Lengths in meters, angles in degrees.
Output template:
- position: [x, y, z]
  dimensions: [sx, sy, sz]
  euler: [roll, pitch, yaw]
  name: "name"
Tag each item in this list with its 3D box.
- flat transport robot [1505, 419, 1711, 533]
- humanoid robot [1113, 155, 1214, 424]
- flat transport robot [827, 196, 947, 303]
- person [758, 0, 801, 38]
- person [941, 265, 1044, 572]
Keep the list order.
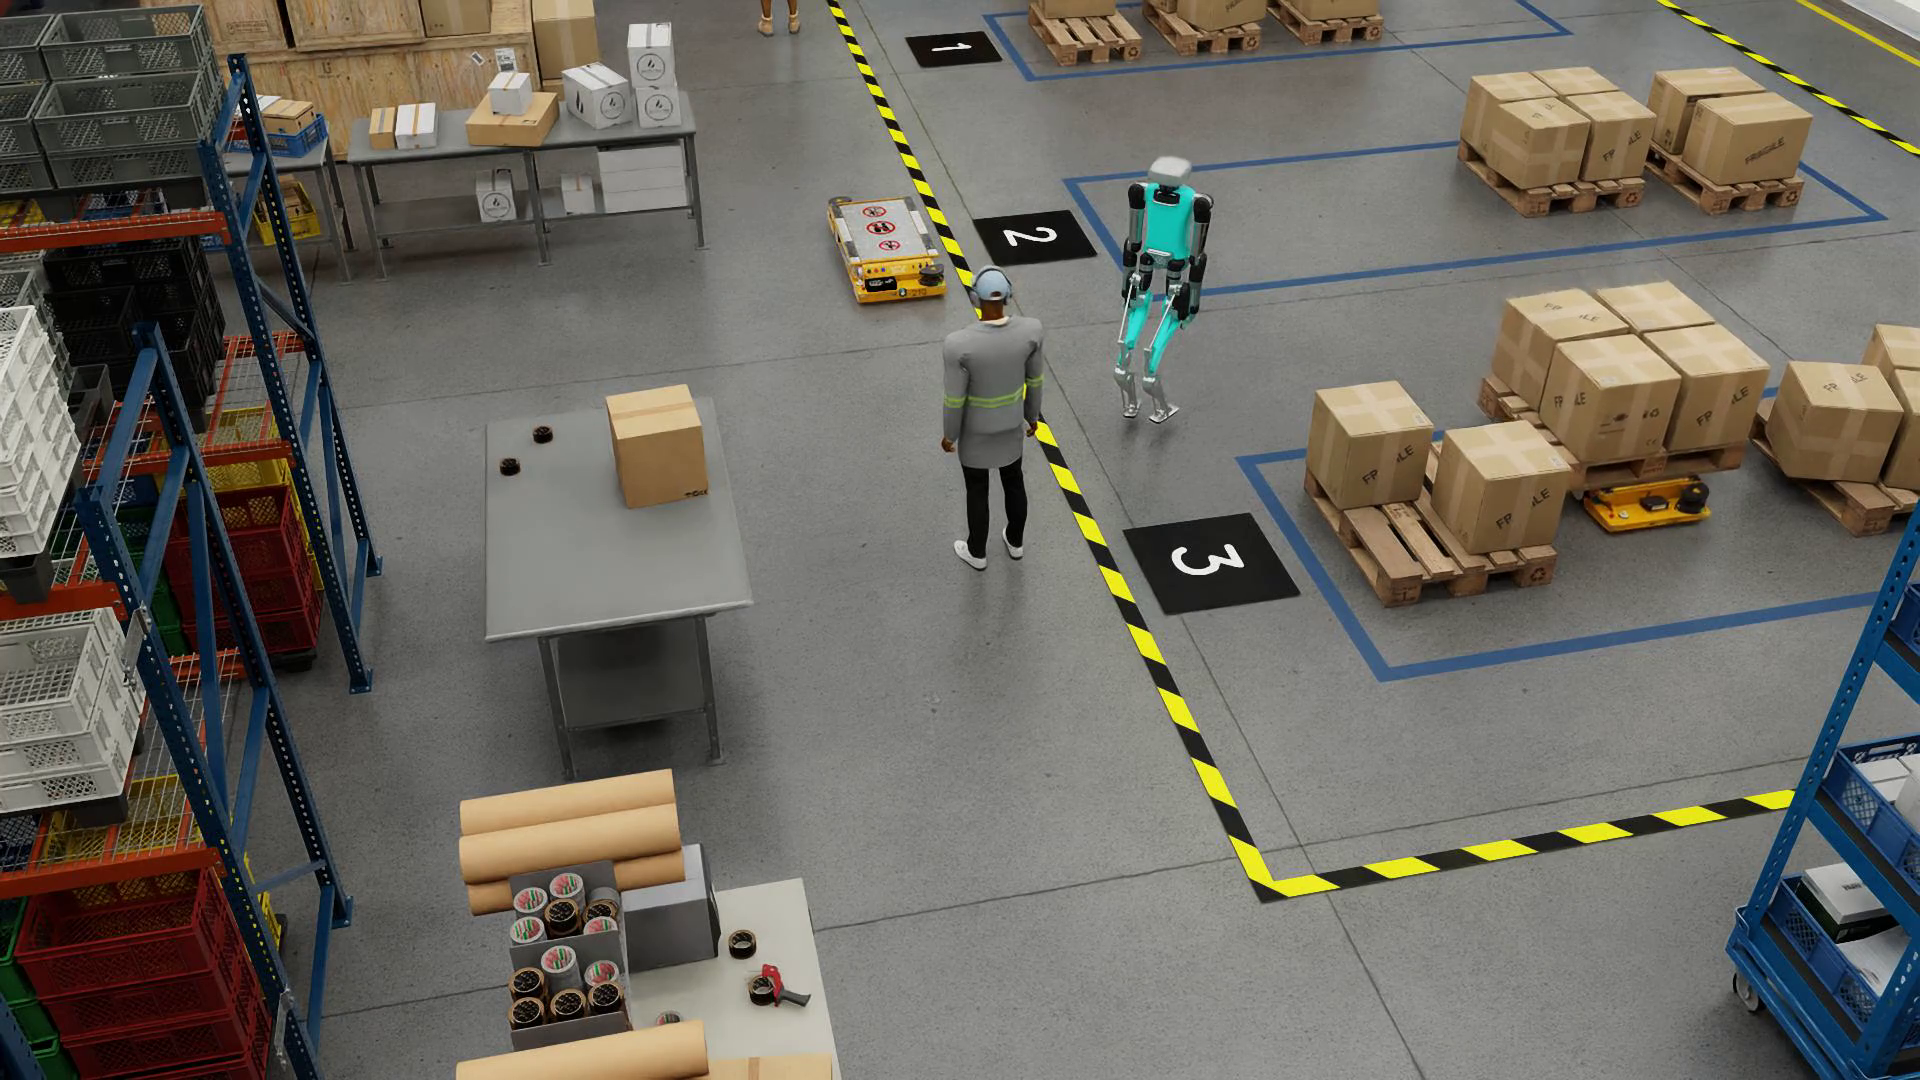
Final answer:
- position: [3.959, -0.565, 10.289]
  dimensions: [0.652, 0.197, 1.431]
  euler: [-8, 37, -10]
  name: "flat transport robot"
- position: [1.152, -1.447, 10.152]
  dimensions: [0.533, 1.681, 0.735]
  euler: [18, 40, 22]
  name: "humanoid robot"
- position: [-0.570, -2.220, 12.538]
  dimensions: [0.659, 0.231, 1.431]
  euler: [-8, 37, -10]
  name: "flat transport robot"
- position: [-1.819, -5.884, 15.979]
  dimensions: [0.613, 2.039, 0.384]
  euler: [-10, 38, -13]
  name: "person"
- position: [0.161, -0.669, 9.126]
  dimensions: [0.596, 1.850, 0.396]
  euler: [-14, 39, -18]
  name: "person"
